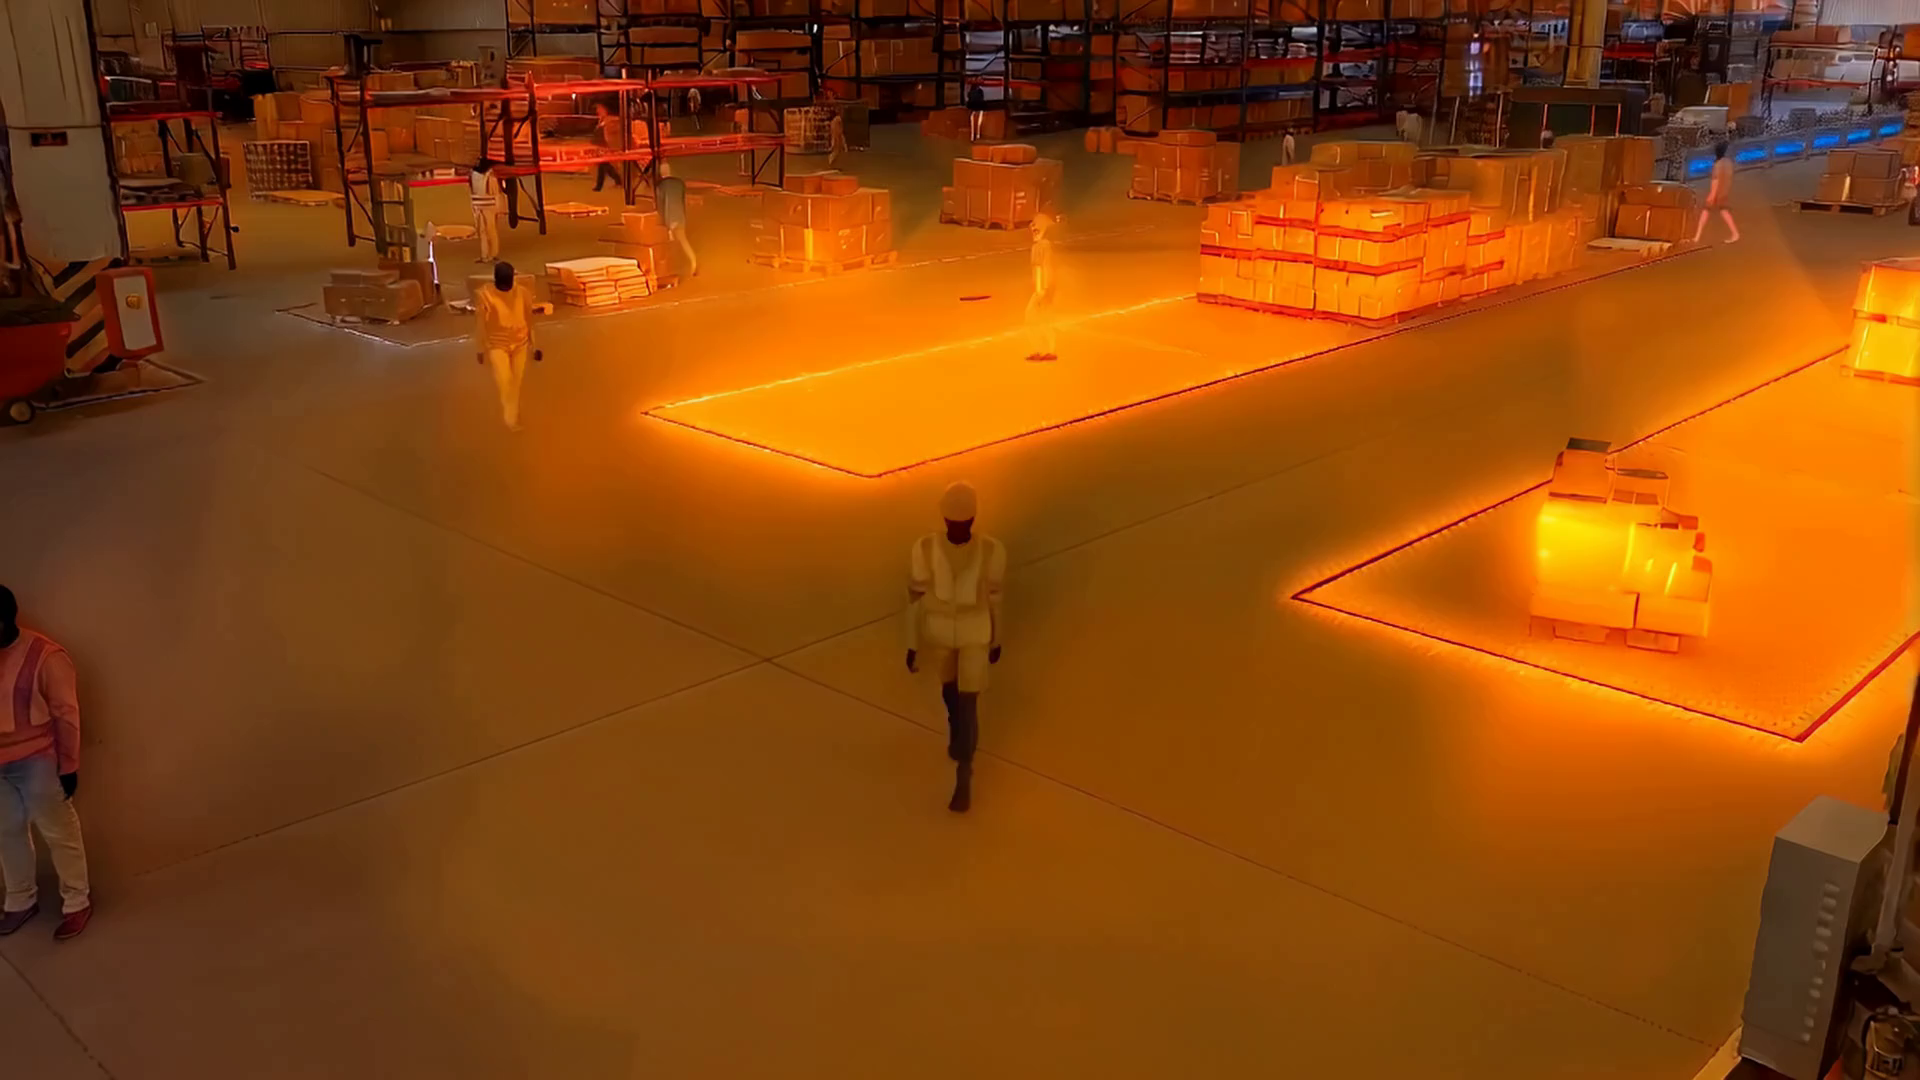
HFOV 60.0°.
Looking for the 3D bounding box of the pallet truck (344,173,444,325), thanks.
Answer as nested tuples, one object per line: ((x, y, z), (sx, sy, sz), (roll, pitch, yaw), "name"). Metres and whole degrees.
((-8.209, -4.181, 23.757), (0.823, 1.965, 1.885), (3, 19, 9), "pallet truck")

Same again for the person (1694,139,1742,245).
((13.967, -6.372, 30.491), (0.611, 1.926, 0.989), (-13, 22, -34), "person")

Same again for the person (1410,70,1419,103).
((16.933, -16.776, 62.287), (0.588, 1.617, 0.499), (12, 22, 31), "person")

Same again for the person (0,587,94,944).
((-4.591, 1.095, 8.109), (0.624, 1.844, 0.429), (2, 18, 5), "person")

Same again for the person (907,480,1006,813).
((-0.012, 0.535, 9.738), (0.552, 1.893, 1.007), (2, 18, 6), "person")

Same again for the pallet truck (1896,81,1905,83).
((34.802, -16.331, 61.455), (0.653, 1.274, 1.630), (17, 25, 41), "pallet truck")

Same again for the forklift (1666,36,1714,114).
((27.341, -17.291, 61.877), (1.129, 2.768, 1.873), (17, 25, 41), "forklift")

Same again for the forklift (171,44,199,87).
((-24.593, -14.348, 53.009), (1.129, 2.768, 1.873), (17, 25, 41), "forklift")

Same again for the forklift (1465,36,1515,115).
((19.973, -17.201, 61.605), (1.873, 2.768, 1.129), (16, 24, 40), "forklift")

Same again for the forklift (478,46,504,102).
((-14.397, -13.832, 51.456), (1.129, 2.768, 1.873), (17, 25, 41), "forklift")

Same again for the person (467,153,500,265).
((-8.091, -5.624, 28.283), (0.581, 1.882, 0.339), (6, 19, 16), "person")

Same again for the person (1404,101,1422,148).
((10.975, -9.783, 40.785), (0.569, 1.893, 0.965), (-12, 22, -32), "person")

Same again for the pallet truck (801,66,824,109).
((-4.812, -15.182, 56.903), (0.823, 1.965, 1.885), (-9, 21, -26), "pallet truck")

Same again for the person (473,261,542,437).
((-4.686, -2.004, 17.476), (0.661, 1.815, 0.781), (-14, 23, -36), "person")

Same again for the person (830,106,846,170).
((-3.171, -10.400, 43.088), (0.400, 1.622, 0.511), (-8, 20, -22), "person")

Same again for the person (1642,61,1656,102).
((28.553, -19.049, 68.927), (0.538, 1.753, 0.446), (17, 25, 41), "person")

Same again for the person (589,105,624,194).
((-8.192, -9.064, 38.403), (1.031, 2.000, 0.698), (-15, 24, -39), "person")

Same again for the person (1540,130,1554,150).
((12.163, -7.606, 34.481), (0.530, 1.736, 0.801), (-15, 23, -37), "person")

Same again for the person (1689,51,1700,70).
((32.210, -20.487, 72.906), (0.670, 1.978, 0.634), (-16, 24, -39), "person")

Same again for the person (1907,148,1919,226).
((19.128, -7.206, 32.966), (0.360, 1.939, 0.543), (17, 25, 41), "person")

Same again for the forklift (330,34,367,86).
((-23.532, -18.275, 64.841), (1.129, 2.768, 1.873), (17, 25, 41), "forklift")

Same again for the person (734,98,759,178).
((-5.322, -10.020, 41.442), (0.632, 1.940, 0.368), (13, 22, 33), "person")

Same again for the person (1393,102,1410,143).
((12.028, -11.095, 45.231), (0.517, 1.586, 0.833), (5, 19, 16), "person")

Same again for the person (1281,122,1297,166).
((6.929, -7.847, 35.005), (0.318, 1.868, 0.531), (0, 18, 0), "person")

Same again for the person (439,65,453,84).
((-18.464, -16.104, 59.842), (0.560, 1.885, 0.772), (2, 18, 5), "person")

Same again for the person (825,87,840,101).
((-4.025, -13.418, 52.219), (0.523, 1.593, 0.859), (-10, 21, -28), "person")

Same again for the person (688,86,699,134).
((-8.592, -13.964, 53.697), (0.322, 1.699, 0.536), (1, 18, 2), "person")

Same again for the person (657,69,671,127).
((-10.084, -15.053, 56.654), (0.589, 1.912, 0.391), (13, 23, 35), "person")

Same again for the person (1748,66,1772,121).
((28.605, -15.900, 59.206), (0.803, 1.906, 0.558), (5, 19, 14), "person")

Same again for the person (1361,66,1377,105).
((15.825, -17.420, 64.185), (0.542, 1.658, 0.871), (-5, 19, -15), "person")

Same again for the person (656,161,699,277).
((-4.588, -5.153, 26.847), (0.782, 1.896, 0.640), (16, 24, 40), "person")

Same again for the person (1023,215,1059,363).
((1.061, -3.142, 20.892), (0.525, 1.824, 0.523), (10, 21, 28), "person")

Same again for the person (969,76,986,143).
((0.530, -13.130, 50.720), (0.375, 1.998, 0.611), (-16, 24, -39), "person")

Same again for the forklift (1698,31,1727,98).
((31.610, -20.010, 70.068), (1.873, 2.768, 1.129), (-13, 22, -34), "forklift")
